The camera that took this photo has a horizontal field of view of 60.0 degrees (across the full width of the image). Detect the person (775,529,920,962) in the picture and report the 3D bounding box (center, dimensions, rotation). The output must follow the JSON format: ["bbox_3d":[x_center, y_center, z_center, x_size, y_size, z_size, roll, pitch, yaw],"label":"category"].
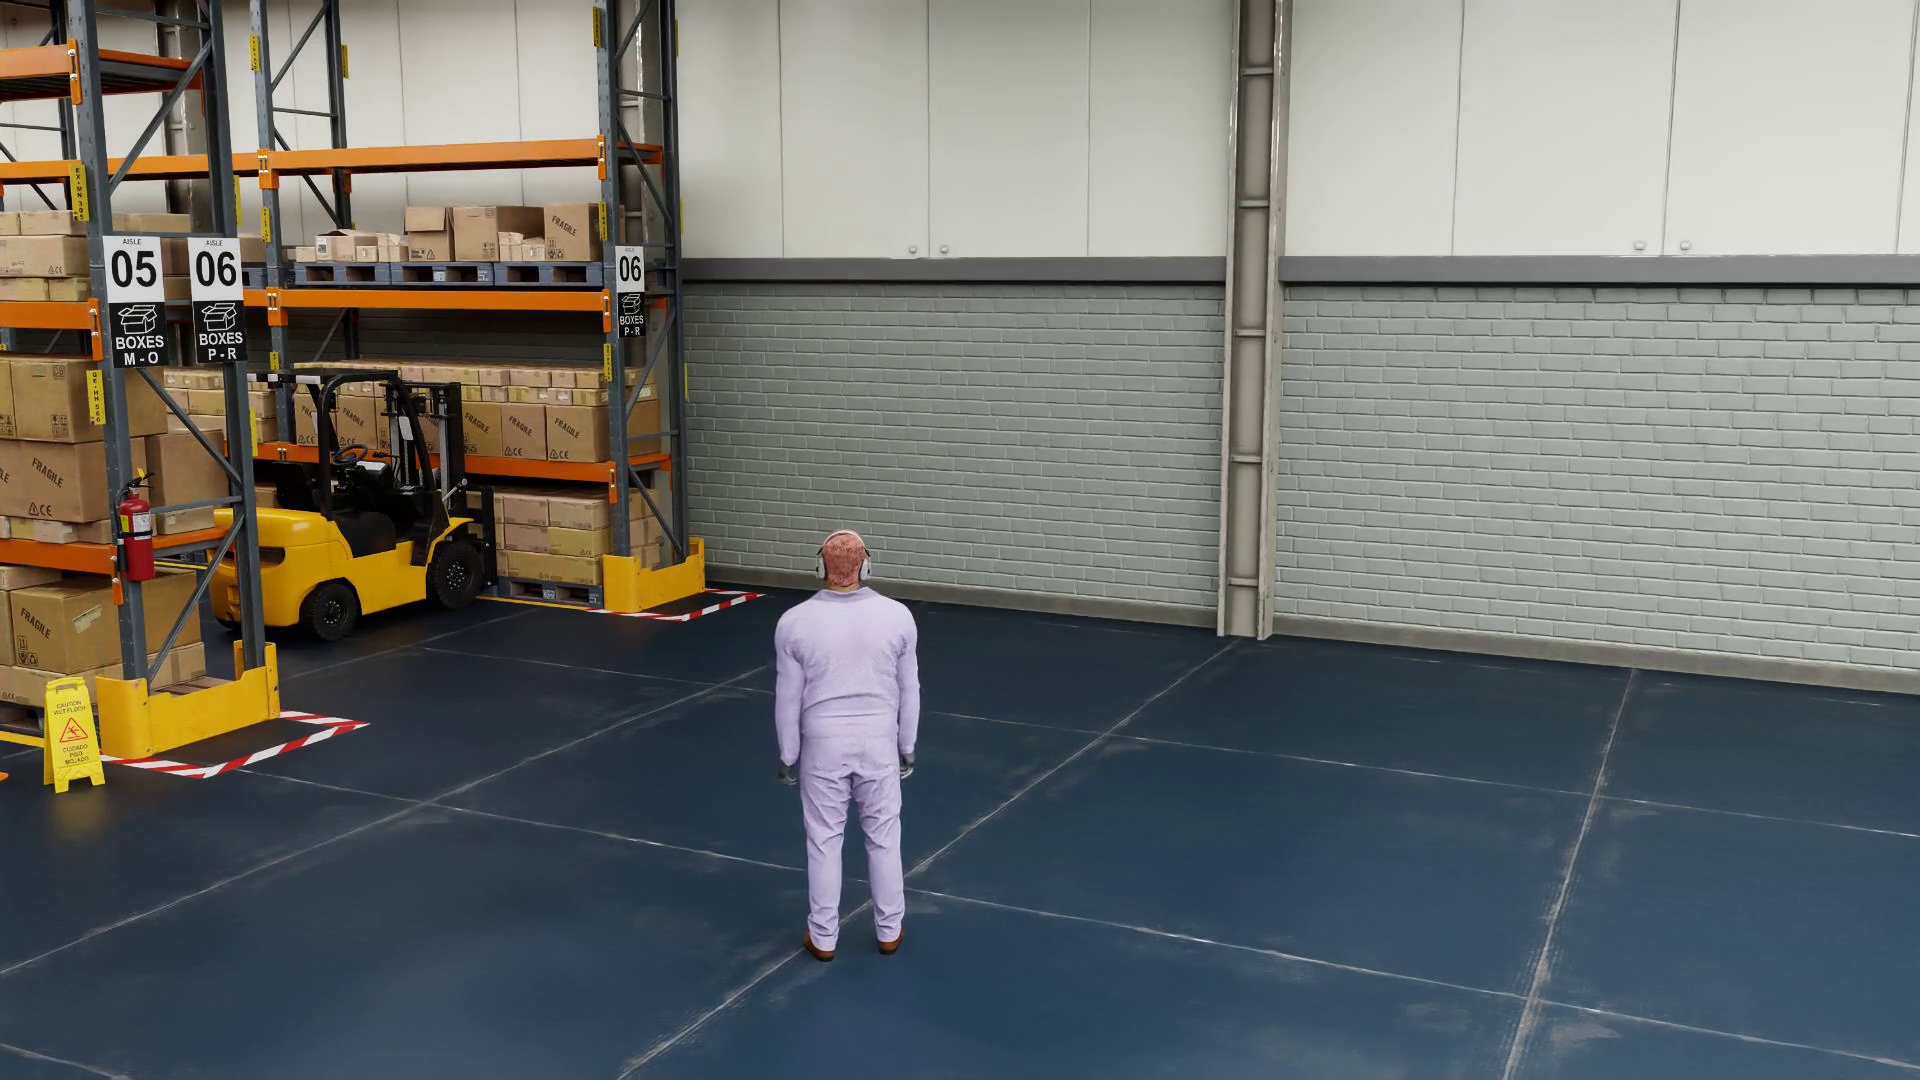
[{"bbox_3d":[-0.495,0.899,7.319,0.636,1.911,0.404,-2,9,-11],"label":"person"}]
